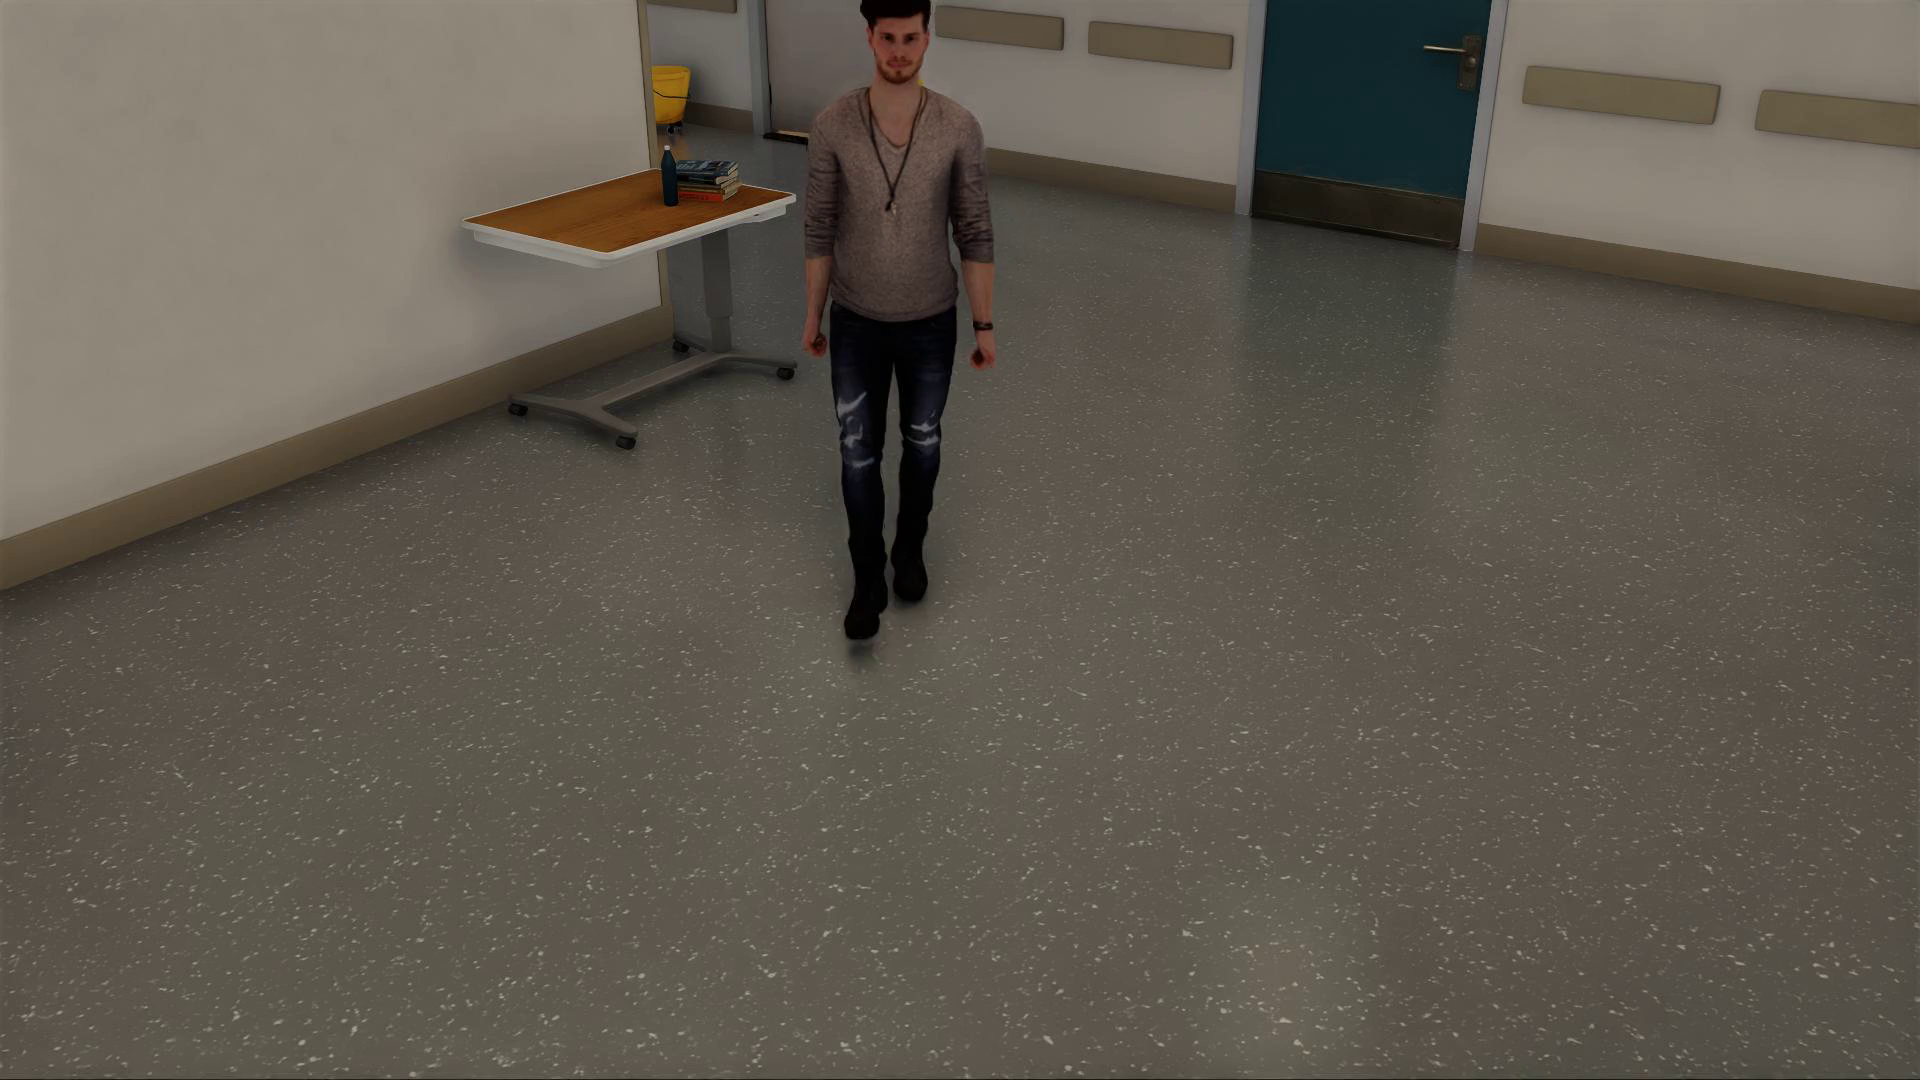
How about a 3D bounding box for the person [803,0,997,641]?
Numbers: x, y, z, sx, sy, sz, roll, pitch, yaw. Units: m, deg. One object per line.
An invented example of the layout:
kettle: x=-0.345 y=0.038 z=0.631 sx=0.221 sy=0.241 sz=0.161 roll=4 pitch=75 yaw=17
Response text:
person: x=-0.195 y=-0.705 z=5.011 sx=0.997 sy=1.887 sz=1.044 roll=-2 pitch=26 yaw=-4
